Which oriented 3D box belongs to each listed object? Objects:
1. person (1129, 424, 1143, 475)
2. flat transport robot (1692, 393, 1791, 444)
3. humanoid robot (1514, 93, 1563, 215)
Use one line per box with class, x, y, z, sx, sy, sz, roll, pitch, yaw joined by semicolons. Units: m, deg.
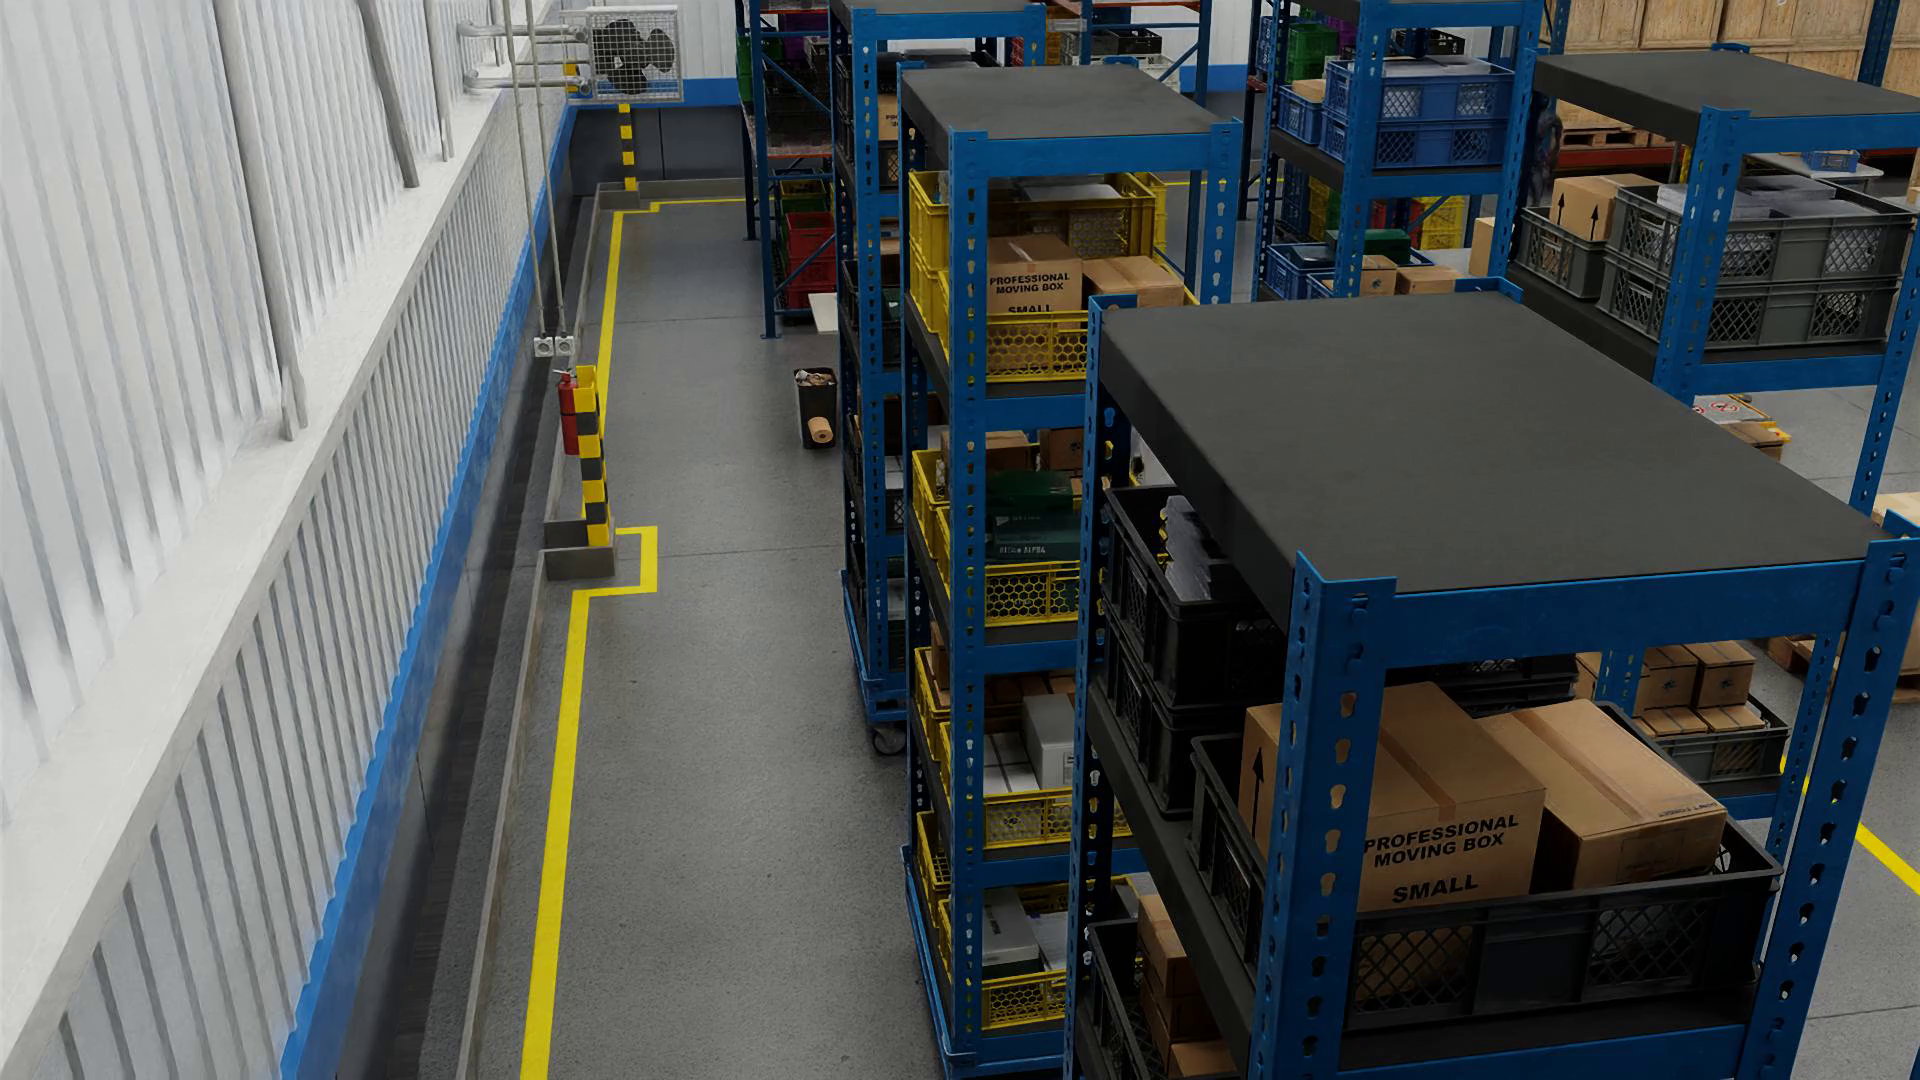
person;0.840;-0.552;9.614;0.711;1.855;0.349;21;32;38
flat transport robot;5.224;-0.859;12.132;1.431;0.197;0.652;-4;25;-8
humanoid robot;5.720;-3.725;16.766;0.584;1.618;0.804;4;25;9
